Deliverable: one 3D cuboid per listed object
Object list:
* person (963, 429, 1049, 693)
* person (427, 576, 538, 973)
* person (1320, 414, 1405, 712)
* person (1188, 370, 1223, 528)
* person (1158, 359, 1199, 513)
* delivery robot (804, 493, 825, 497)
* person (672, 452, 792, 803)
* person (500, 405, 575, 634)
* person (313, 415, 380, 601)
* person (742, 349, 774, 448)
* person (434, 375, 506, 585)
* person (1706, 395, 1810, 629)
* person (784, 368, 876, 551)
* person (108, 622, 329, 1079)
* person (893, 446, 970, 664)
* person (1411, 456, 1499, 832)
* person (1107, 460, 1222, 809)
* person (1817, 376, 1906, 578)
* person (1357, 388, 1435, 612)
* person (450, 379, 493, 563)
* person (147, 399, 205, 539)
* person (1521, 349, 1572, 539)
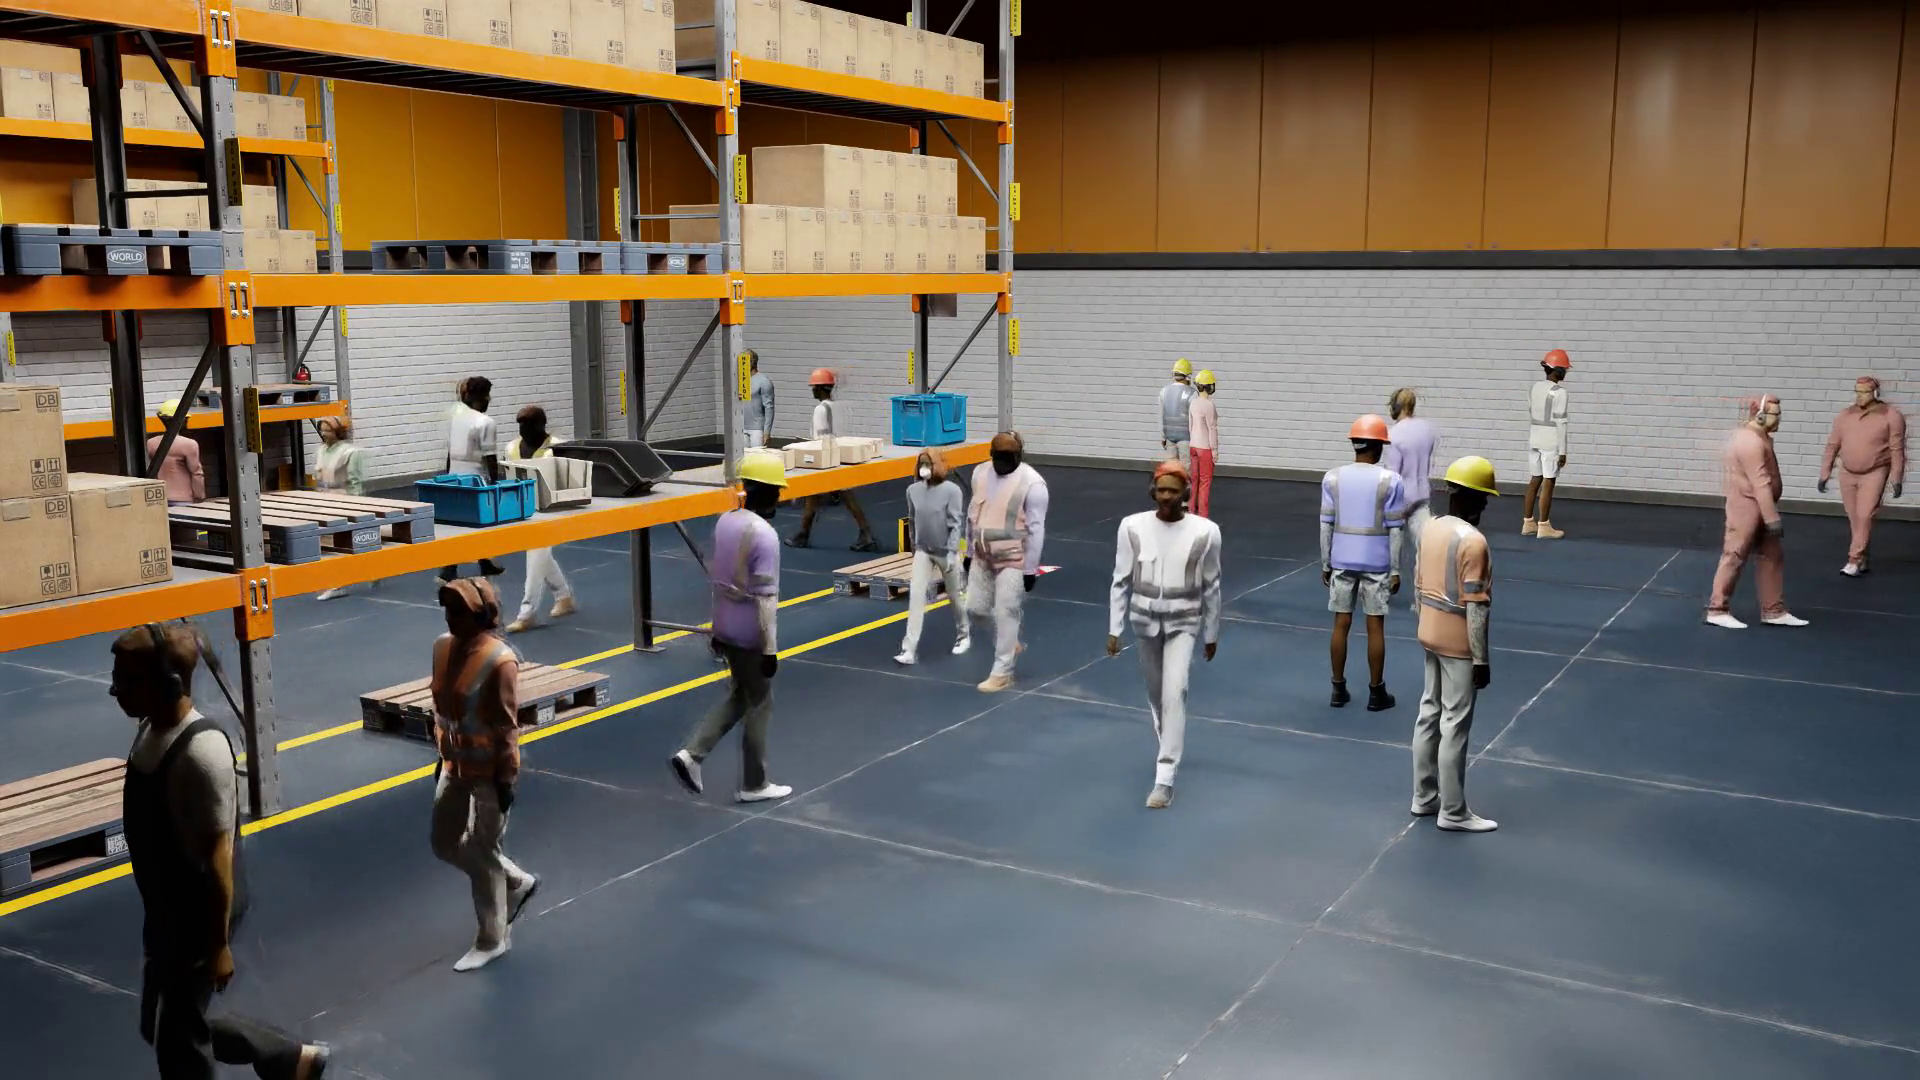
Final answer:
[{"bbox_3d":[0.302,0.137,11.283,0.697,1.811,0.490,8,12,41],"label":"person"},{"bbox_3d":[-1.959,0.939,6.855,0.529,1.621,0.420,7,12,39],"label":"person"},{"bbox_3d":[2.620,0.148,10.845,0.547,1.930,0.384,5,10,30],"label":"person"},{"bbox_3d":[2.739,-1.019,18.628,0.303,1.772,0.525,-3,10,-21],"label":"person"},{"bbox_3d":[2.638,-1.235,19.784,0.404,1.828,0.603,-8,12,-42],"label":"person"},{"bbox_3d":[-1.840,-0.724,20.272,0.707,0.478,0.477,-9,13,-43],"label":"delivery robot"},{"bbox_3d":[-1.172,0.483,8.842,0.628,1.898,0.620,-6,11,-34],"label":"person"},{"bbox_3d":[-3.415,-0.202,13.459,0.641,1.799,0.963,4,10,23],"label":"person"},{"bbox_3d":[-5.397,-0.295,14.570,0.524,1.623,0.556,4,10,25],"label":"person"},{"bbox_3d":[-2.493,-1.320,19.977,0.635,1.937,0.354,8,12,40],"label":"person"},{"bbox_3d":[-4.468,-0.528,15.121,0.644,1.925,0.871,7,11,37],"label":"person"},{"bbox_3d":[6.396,-0.198,13.167,0.844,1.874,0.646,6,11,32],"label":"person"},{"bbox_3d":[-1.310,-0.817,17.031,1.036,1.887,0.555,4,10,23],"label":"person"},{"bbox_3d":[-2.289,1.129,5.059,0.509,1.831,0.637,9,13,44],"label":"person"},{"bbox_3d":[-0.184,0.103,12.193,0.513,1.586,0.878,5,10,29],"label":"person"},{"bbox_3d":[2.546,0.526,8.522,0.381,1.918,0.585,-2,9,-13],"label":"person"},{"bbox_3d":[1.147,0.464,9.184,0.580,1.843,0.971,3,10,20],"label":"person"},{"bbox_3d":[8.354,-0.579,15.542,0.880,1.871,0.683,-6,11,-32],"label":"person"},{"bbox_3d":[3.715,-0.341,14.052,0.628,1.882,1.039,-6,11,-31],"label":"person"},{"bbox_3d":[-4.766,-0.674,16.295,0.438,1.826,0.651,0,9,-2],"label":"person"},{"bbox_3d":[-6.741,-0.330,14.341,0.527,1.765,0.328,2,9,13],"label":"person"},{"bbox_3d":[6.323,-1.029,17.862,0.391,2.040,0.617,-2,9,-15],"label":"person"}]
